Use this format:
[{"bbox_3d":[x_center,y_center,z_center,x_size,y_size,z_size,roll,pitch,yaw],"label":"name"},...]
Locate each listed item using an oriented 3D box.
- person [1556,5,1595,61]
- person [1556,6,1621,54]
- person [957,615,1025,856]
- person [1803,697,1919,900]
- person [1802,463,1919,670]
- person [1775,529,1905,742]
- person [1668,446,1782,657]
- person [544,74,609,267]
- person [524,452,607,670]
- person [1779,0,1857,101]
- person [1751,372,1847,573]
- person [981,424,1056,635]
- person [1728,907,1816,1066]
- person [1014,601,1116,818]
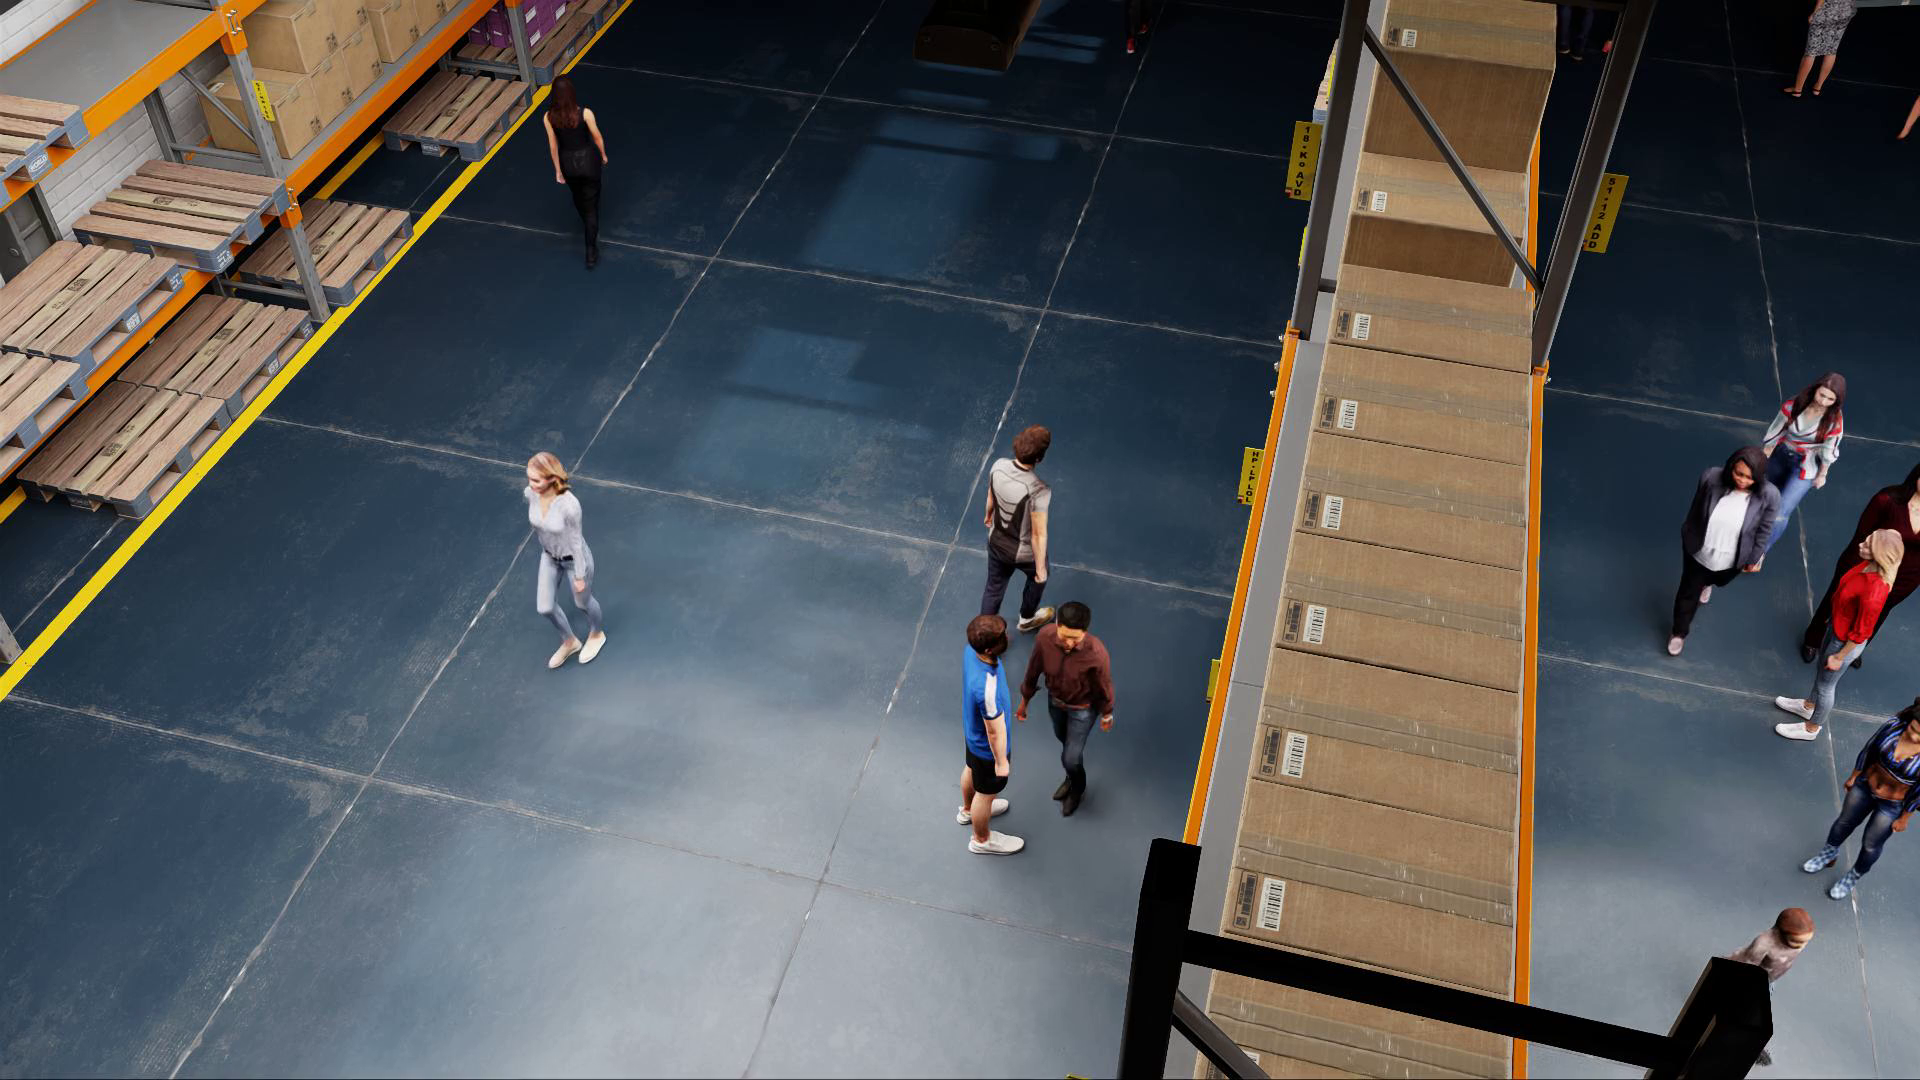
[{"bbox_3d":[6.425,-5.690,16.719,0.791,1.844,0.833,-19,47,-19],"label":"person"},{"bbox_3d":[6.571,-5.801,16.965,1.039,1.665,1.124,-21,47,-20],"label":"person"},{"bbox_3d":[0.145,1.102,9.574,0.804,1.866,0.686,-10,44,-10],"label":"person"},{"bbox_3d":[5.218,1.439,9.396,0.757,1.624,0.688,-20,47,-19],"label":"person"},{"bbox_3d":[5.904,0.146,10.656,0.669,1.757,0.606,8,44,8],"label":"person"},{"bbox_3d":[5.436,0.590,10.229,0.700,1.703,0.475,15,46,15],"label":"person"},{"bbox_3d":[5.016,-0.011,10.953,0.778,1.575,1.100,17,46,17],"label":"person"},{"bbox_3d":[-3.229,-3.117,14.161,0.761,1.647,1.107,0,44,0],"label":"person"},{"bbox_3d":[-2.473,0.088,10.701,0.676,1.779,0.713,20,47,19],"label":"person"},{"bbox_3d":[8.505,-5.113,16.213,0.626,1.706,0.606,-4,44,-4],"label":"person"},{"bbox_3d":[5.811,-0.575,11.556,1.075,1.560,0.934,-26,49,-25],"label":"person"},{"bbox_3d":[0.321,0.082,10.649,1.005,1.860,1.058,29,51,27],"label":"person"},{"bbox_3d":[4.228,2.245,8.881,0.631,1.167,0.790,-4,44,-4],"label":"person"},{"bbox_3d":[0.713,0.909,9.854,0.774,1.759,0.760,30,51,28],"label":"person"}]
